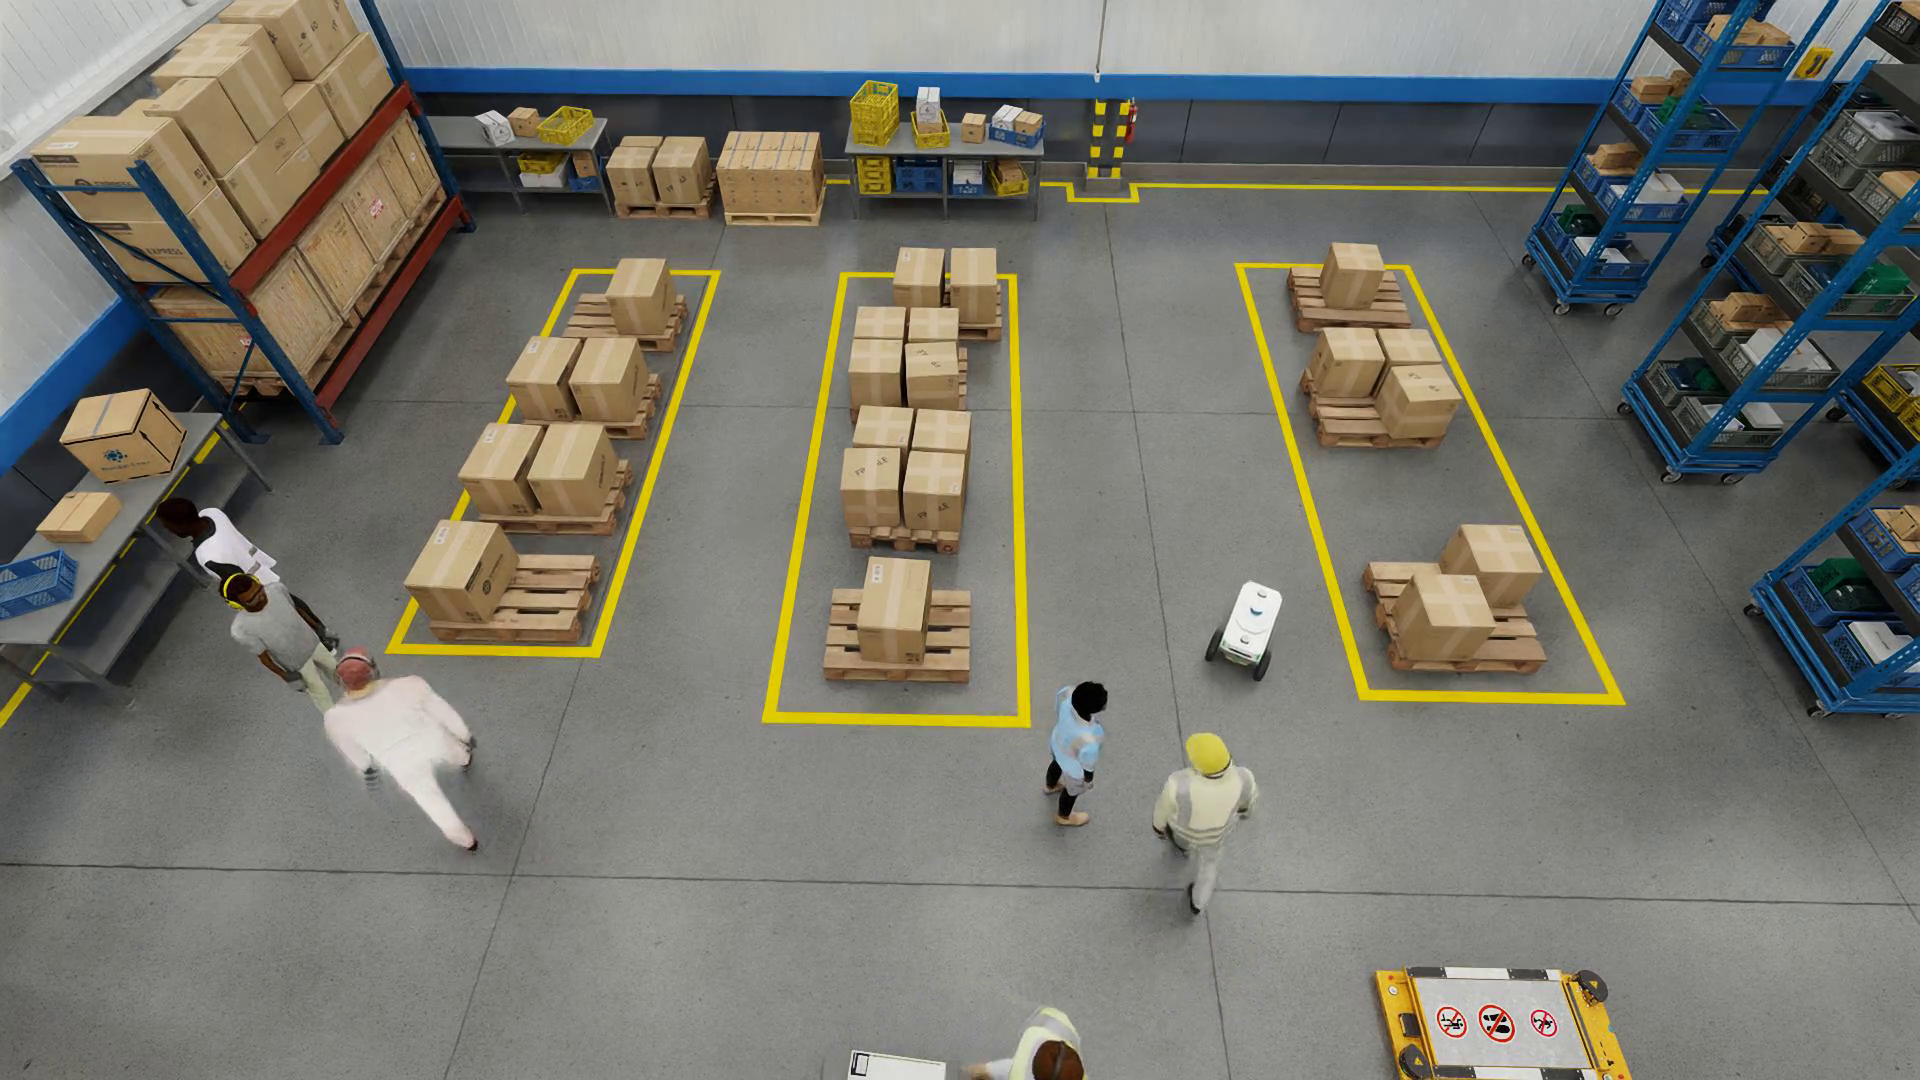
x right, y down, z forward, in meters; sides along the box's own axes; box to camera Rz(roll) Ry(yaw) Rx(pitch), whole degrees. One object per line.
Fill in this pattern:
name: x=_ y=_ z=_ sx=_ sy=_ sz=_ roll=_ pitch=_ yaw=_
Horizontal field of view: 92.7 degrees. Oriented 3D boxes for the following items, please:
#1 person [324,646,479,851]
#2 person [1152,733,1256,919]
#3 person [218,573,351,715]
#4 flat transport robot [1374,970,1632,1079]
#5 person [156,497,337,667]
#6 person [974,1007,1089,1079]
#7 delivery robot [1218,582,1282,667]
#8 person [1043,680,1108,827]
person: x=-3.790 y=1.400 z=6.329 sx=0.718 sy=1.842 sz=1.024 roll=-28 pitch=56 yaw=-21
person: x=1.603 y=1.869 z=5.977 sx=0.699 sy=1.785 sz=0.754 roll=-7 pitch=51 yaw=-5
person: x=-4.820 y=0.838 z=6.763 sx=0.335 sy=1.869 sz=0.521 roll=5 pitch=51 yaw=4
flat transport robot: x=3.501 y=3.133 z=5.914 sx=1.431 sy=0.197 sz=0.652 roll=1 pitch=51 yaw=1
person: x=-5.506 y=0.330 z=7.143 sx=0.392 sy=1.920 sz=0.593 roll=-27 pitch=56 yaw=-20
person: x=0.435 y=3.005 z=5.028 sx=0.752 sy=1.819 sz=0.640 roll=17 pitch=53 yaw=13
delivery robot: x=2.432 y=0.695 z=7.662 sx=0.477 sy=0.478 sz=0.707 roll=22 pitch=54 yaw=17
person: x=0.802 y=1.469 z=6.356 sx=0.317 sy=1.695 sz=0.540 roll=-13 pitch=52 yaw=-11
